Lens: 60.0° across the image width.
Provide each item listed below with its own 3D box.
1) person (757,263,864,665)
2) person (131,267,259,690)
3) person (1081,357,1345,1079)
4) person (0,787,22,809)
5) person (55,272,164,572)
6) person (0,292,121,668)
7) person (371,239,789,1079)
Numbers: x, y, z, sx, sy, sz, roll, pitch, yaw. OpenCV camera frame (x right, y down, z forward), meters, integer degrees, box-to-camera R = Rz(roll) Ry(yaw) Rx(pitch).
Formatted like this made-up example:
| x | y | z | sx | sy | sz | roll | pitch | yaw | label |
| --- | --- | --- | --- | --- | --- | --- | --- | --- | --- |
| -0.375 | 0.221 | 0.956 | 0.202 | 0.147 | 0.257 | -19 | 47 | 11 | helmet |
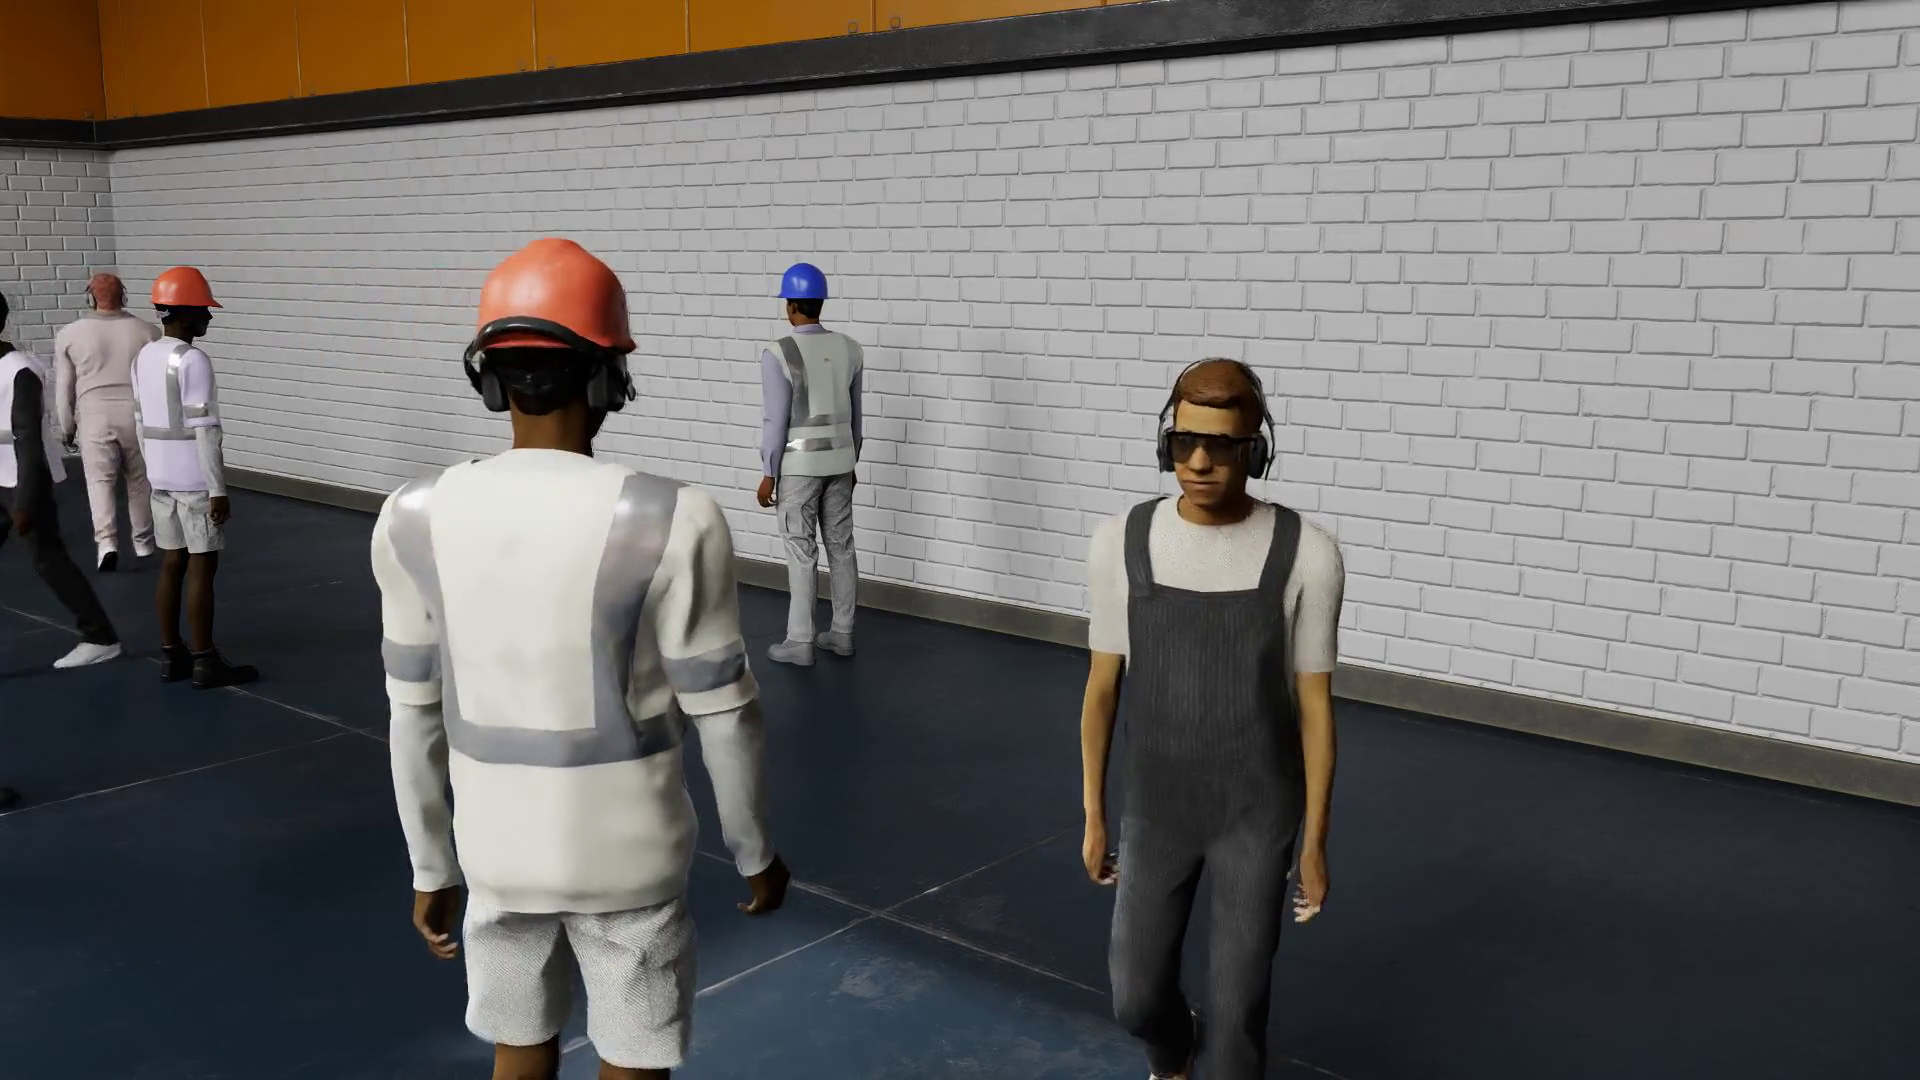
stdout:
| x | y | z | sx | sy | sz | roll | pitch | yaw | label |
| --- | --- | --- | --- | --- | --- | --- | --- | --- | --- |
| -0.728 | -0.364 | 8.115 | 0.604 | 1.949 | 0.389 | -10 | 14 | -43 | person |
| -3.545 | -0.284 | 7.691 | 0.551 | 1.935 | 0.372 | 7 | 12 | 35 | person |
| 0.504 | 0.536 | 3.358 | 0.511 | 1.827 | 0.561 | 3 | 10 | 17 | person |
| -3.885 | 0.048 | 5.966 | 0.855 | 1.887 | 0.594 | 2 | 10 | 9 | person |
| -5.357 | -0.756 | 10.567 | 0.661 | 1.878 | 0.867 | -5 | 11 | -27 | person |
| -4.462 | -0.247 | 7.749 | 0.634 | 1.847 | 1.019 | 7 | 12 | 34 | person |
| -0.633 | 0.522 | 2.827 | 0.623 | 2.039 | 0.426 | 3 | 10 | 14 | person |
